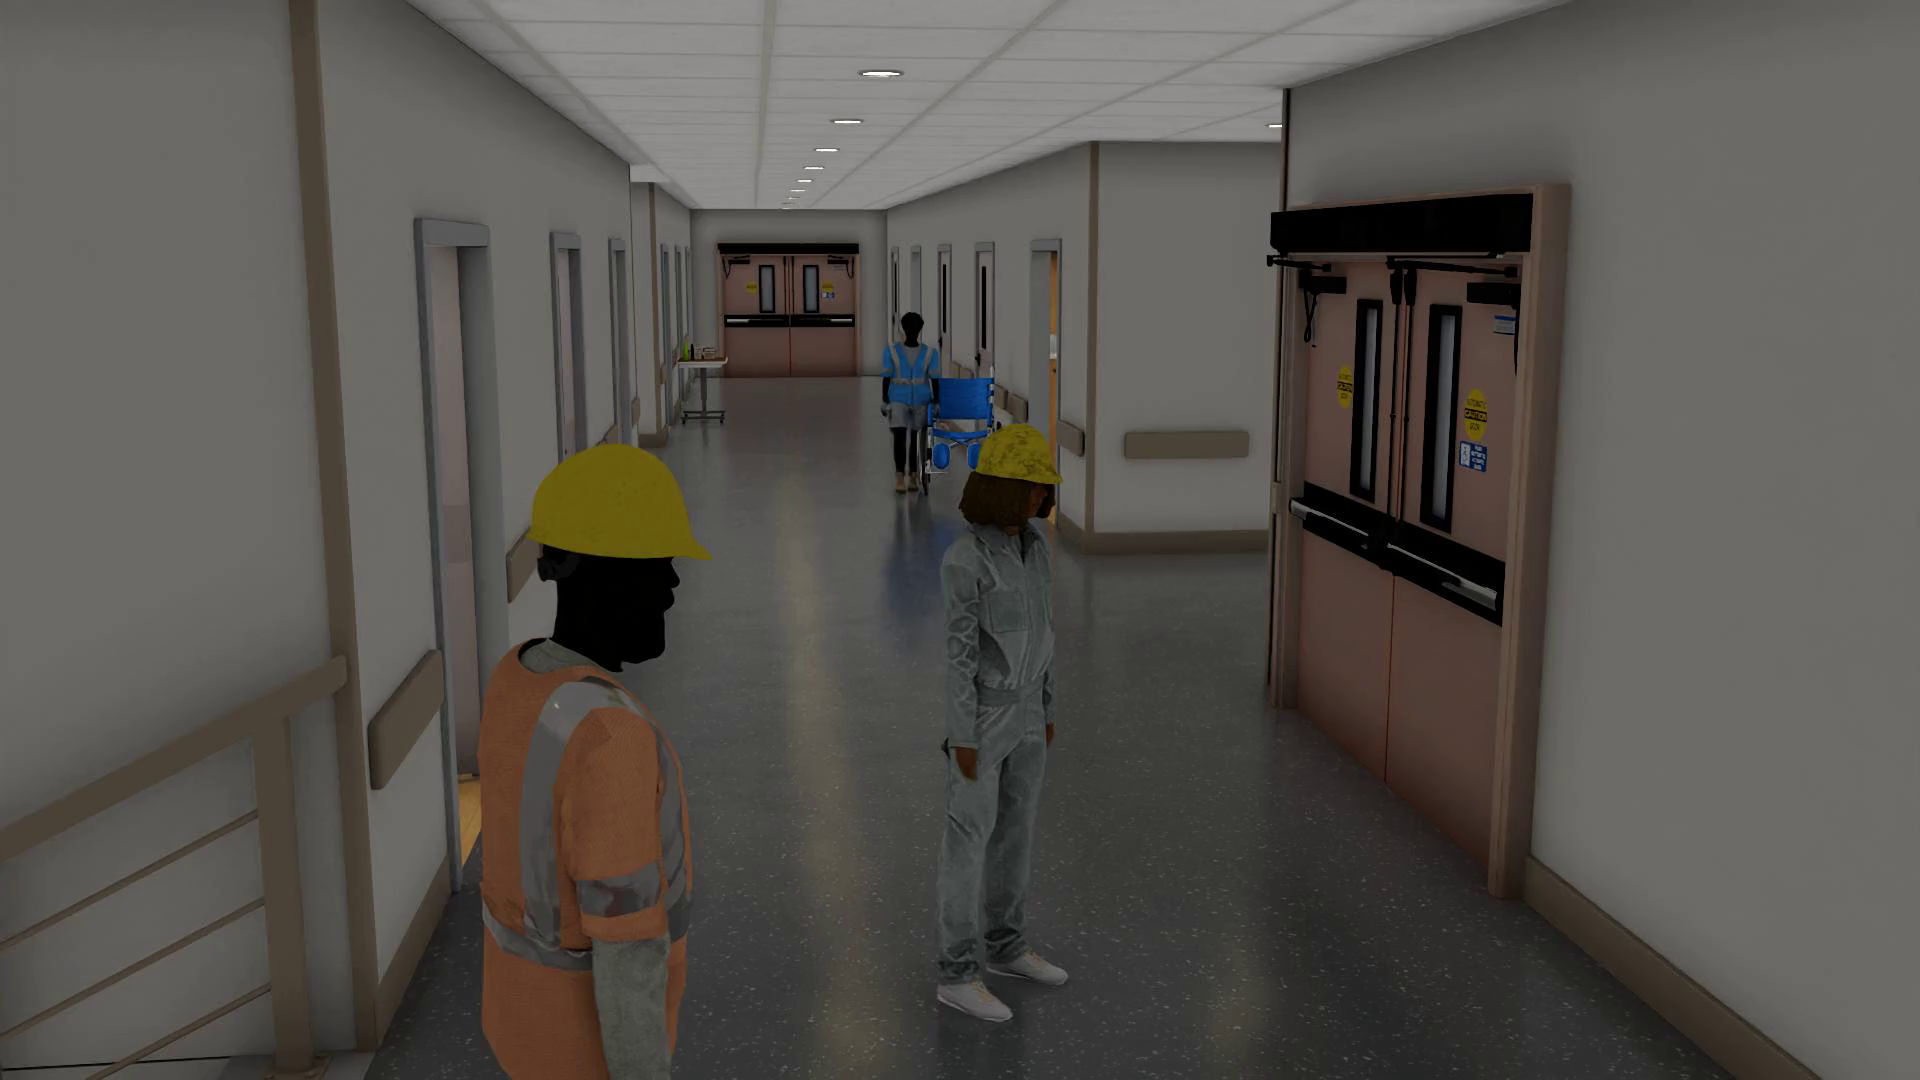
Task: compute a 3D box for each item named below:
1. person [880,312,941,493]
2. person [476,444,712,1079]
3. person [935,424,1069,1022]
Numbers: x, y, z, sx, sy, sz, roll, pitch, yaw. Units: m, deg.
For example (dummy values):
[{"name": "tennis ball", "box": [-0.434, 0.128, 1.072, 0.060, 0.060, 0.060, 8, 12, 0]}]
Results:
[{"name": "person", "box": [-0.442, -1.264, 15.411, 0.559, 1.676, 0.604, -2, 10, -10]}, {"name": "person", "box": [-0.579, 0.800, 2.745, 0.394, 1.918, 0.585, -5, 11, -27]}, {"name": "person", "box": [0.143, 0.525, 4.869, 0.312, 1.739, 0.485, 7, 12, 37]}]
